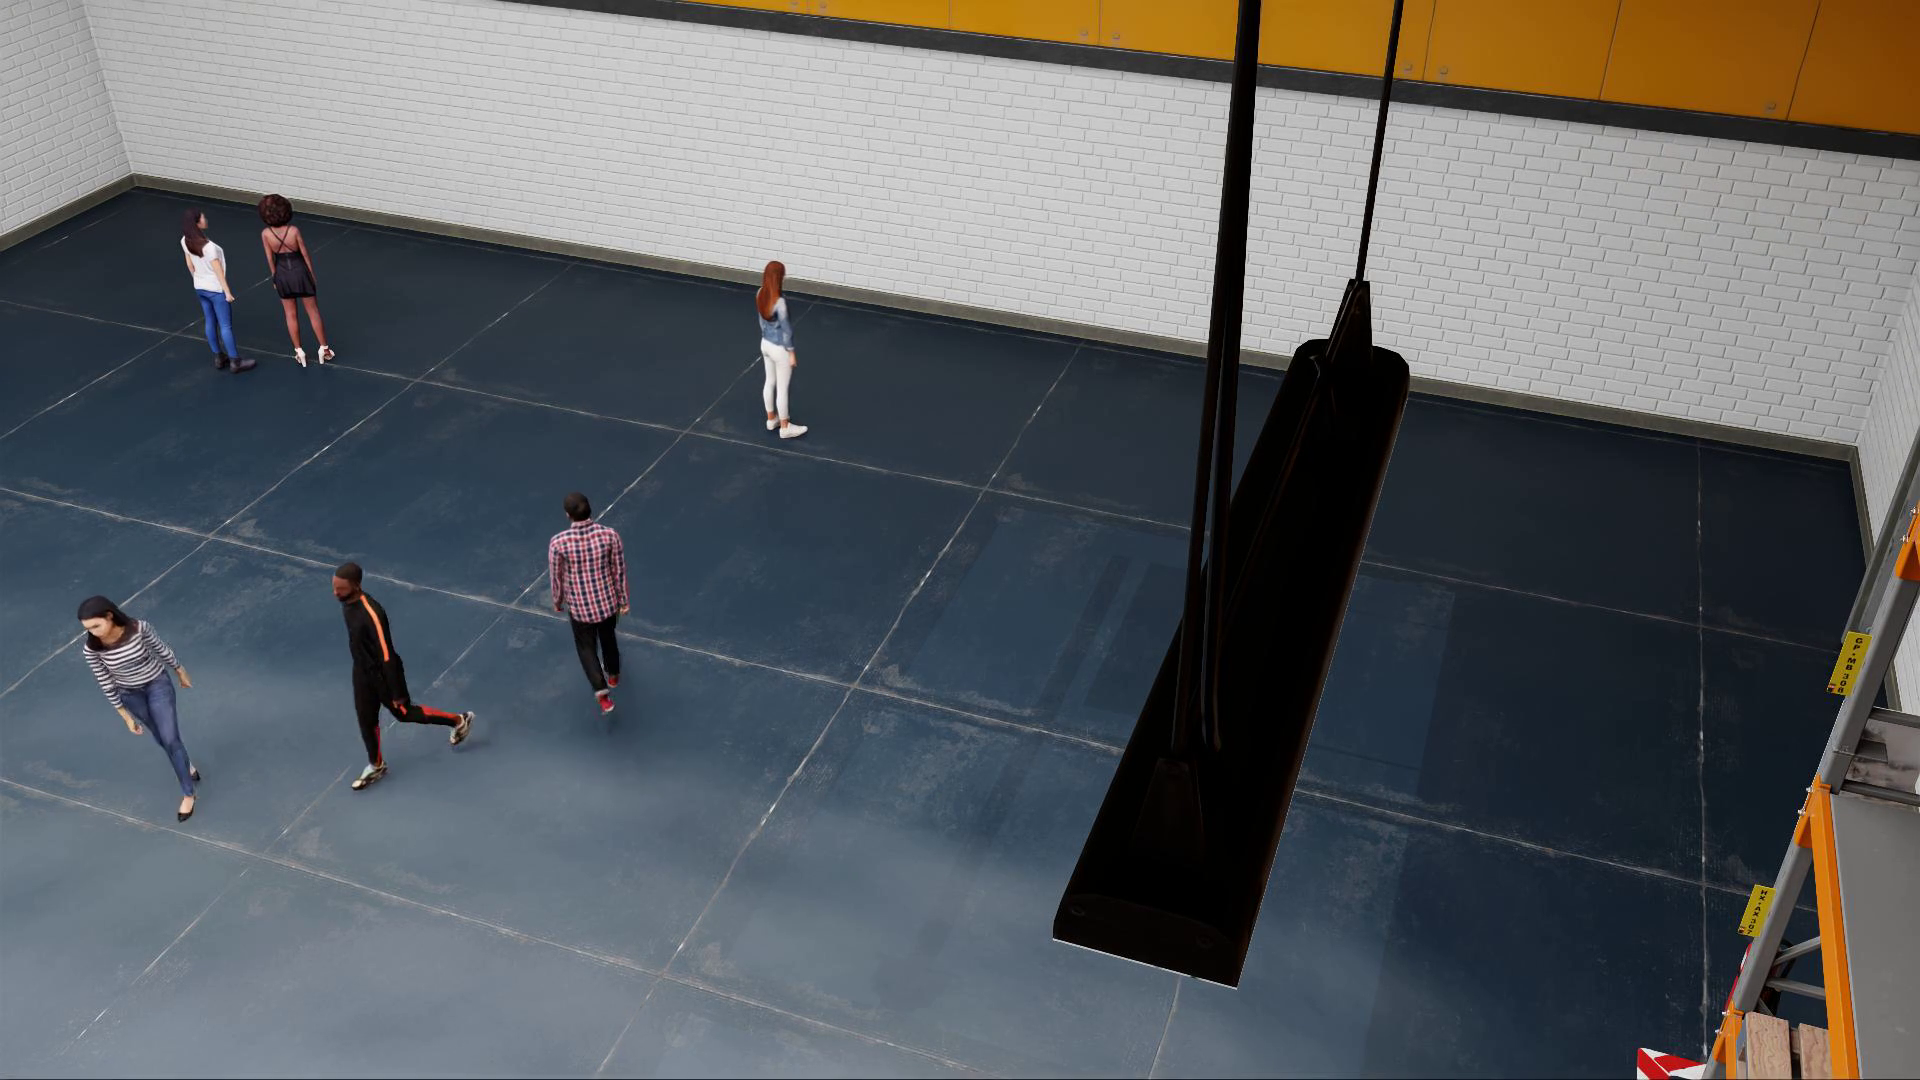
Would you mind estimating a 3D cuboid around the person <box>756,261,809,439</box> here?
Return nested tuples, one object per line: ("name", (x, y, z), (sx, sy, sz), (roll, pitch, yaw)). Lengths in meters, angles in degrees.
("person", (-1.693, -1.751, 15.274), (0.700, 1.700, 0.690), (-22, 40, -30))

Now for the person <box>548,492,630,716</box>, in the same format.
("person", (-2.618, 0.477, 11.887), (1.052, 1.739, 1.098), (-13, 36, -18))

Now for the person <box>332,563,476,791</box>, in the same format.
("person", (-3.838, 0.858, 11.285), (1.243, 1.772, 0.986), (-28, 43, -35))

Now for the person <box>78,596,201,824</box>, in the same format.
("person", (-5.389, 1.015, 11.076), (0.995, 1.742, 1.058), (-21, 39, -28))

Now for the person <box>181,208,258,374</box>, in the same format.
("person", (-7.344, -2.440, 16.327), (0.636, 1.684, 0.574), (17, 37, 24))

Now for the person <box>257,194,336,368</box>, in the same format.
("person", (-6.571, -2.556, 16.407), (0.655, 1.789, 0.688), (-7, 34, -11))
